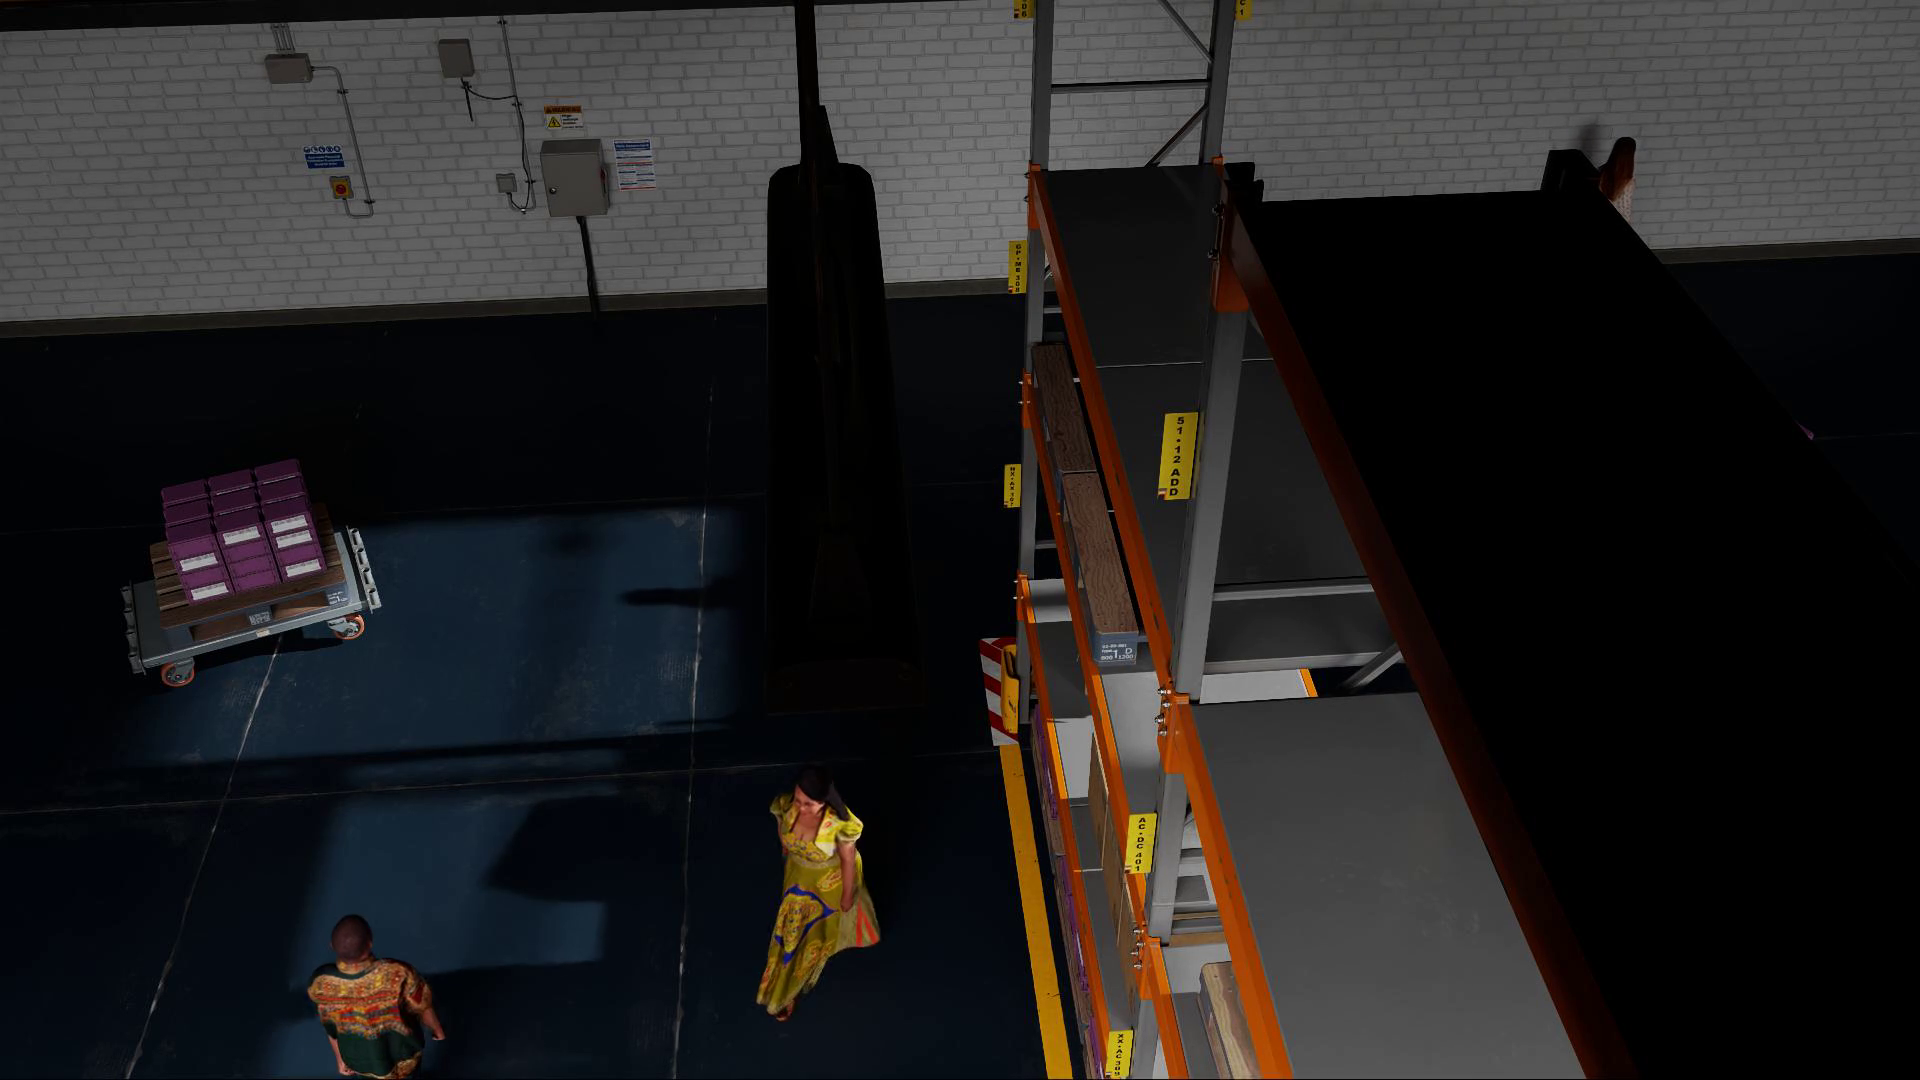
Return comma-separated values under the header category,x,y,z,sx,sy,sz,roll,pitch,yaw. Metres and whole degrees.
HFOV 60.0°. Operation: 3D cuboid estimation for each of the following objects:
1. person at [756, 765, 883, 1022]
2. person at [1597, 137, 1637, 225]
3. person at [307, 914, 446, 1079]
category,x,y,z,sx,sy,sz,roll,pitch,yaw
person,-0.740,1.815,9.291,1.064,1.606,1.396,11,40,14
person,5.814,-2.826,15.004,0.712,1.728,0.611,-26,45,-28
person,-2.856,2.571,8.201,0.697,1.784,0.824,-1,39,-1
